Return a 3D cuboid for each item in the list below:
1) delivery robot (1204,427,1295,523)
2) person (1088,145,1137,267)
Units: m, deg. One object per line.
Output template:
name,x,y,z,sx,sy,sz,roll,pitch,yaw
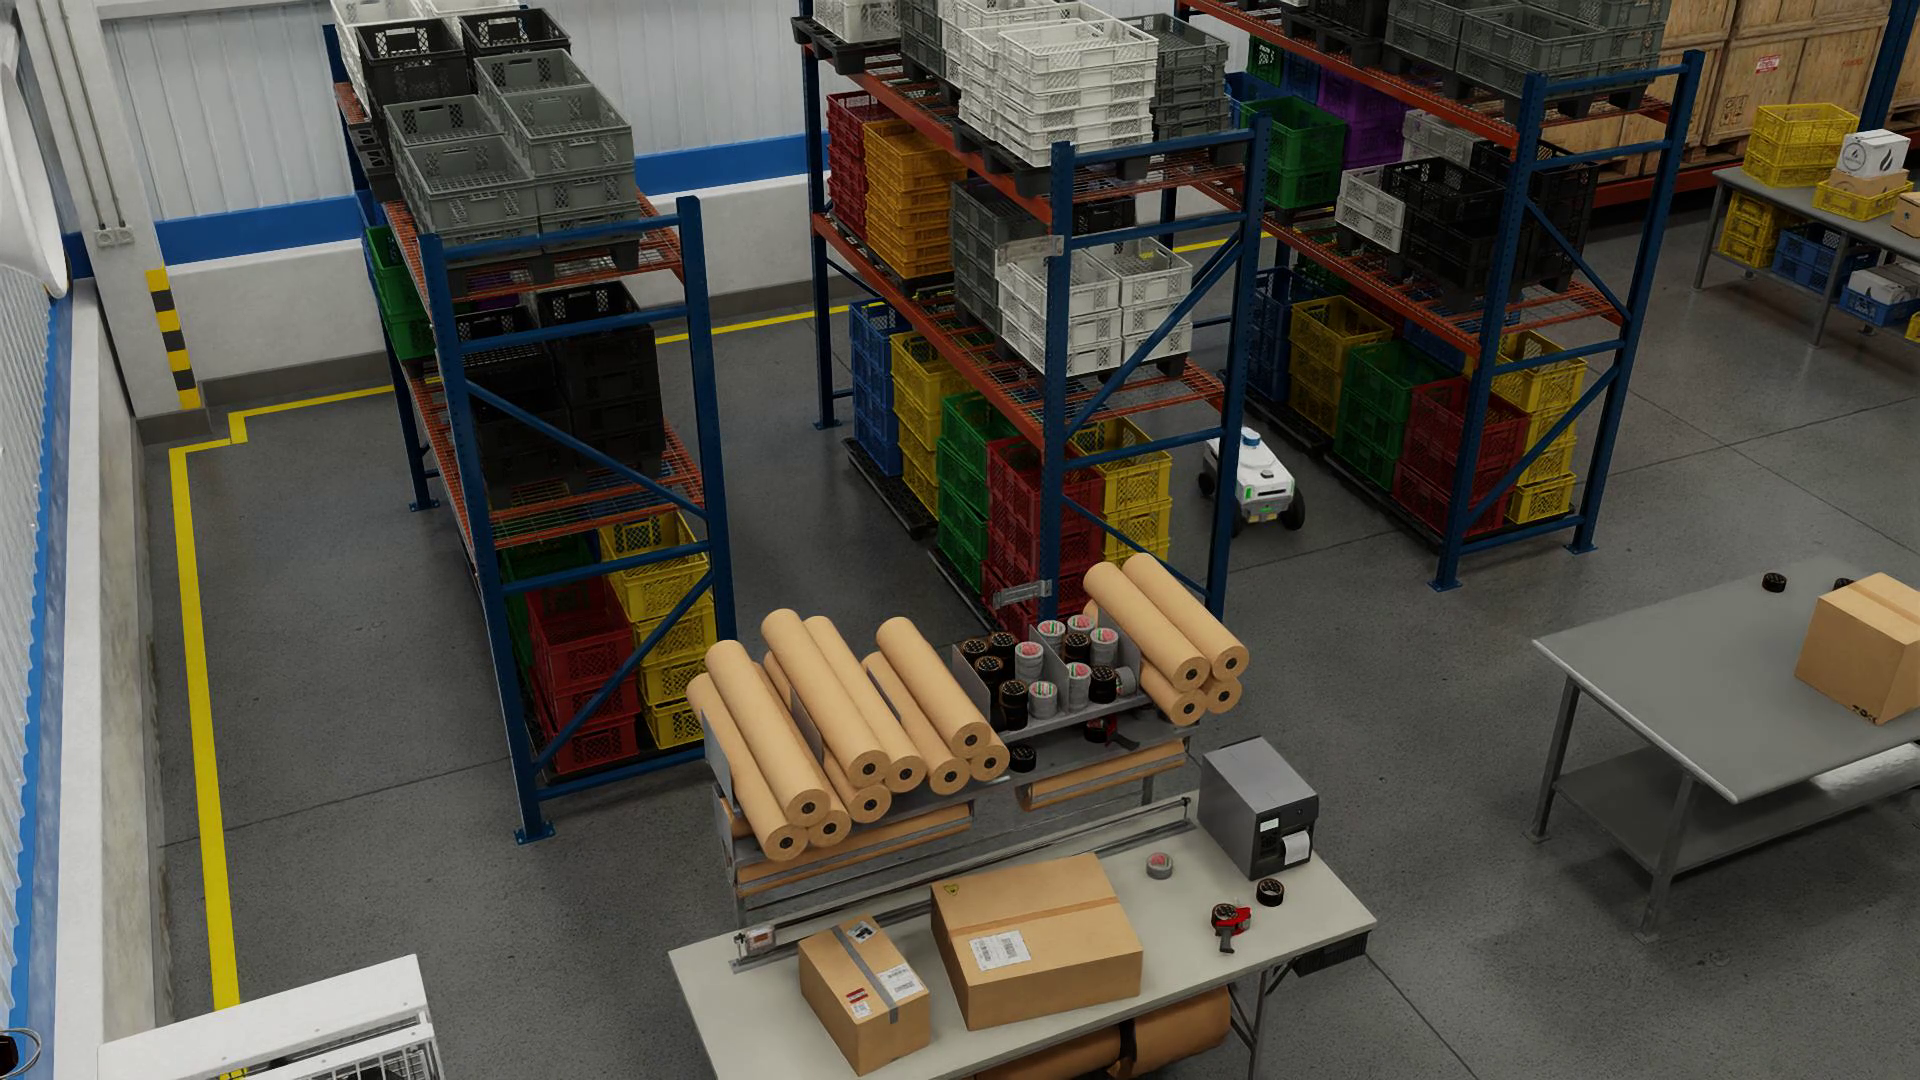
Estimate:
delivery robot,1.787,-0.441,10.300,0.477,0.478,0.707,-8,33,-12
person,1.124,-2.579,12.603,0.425,1.899,0.736,-7,32,-12
